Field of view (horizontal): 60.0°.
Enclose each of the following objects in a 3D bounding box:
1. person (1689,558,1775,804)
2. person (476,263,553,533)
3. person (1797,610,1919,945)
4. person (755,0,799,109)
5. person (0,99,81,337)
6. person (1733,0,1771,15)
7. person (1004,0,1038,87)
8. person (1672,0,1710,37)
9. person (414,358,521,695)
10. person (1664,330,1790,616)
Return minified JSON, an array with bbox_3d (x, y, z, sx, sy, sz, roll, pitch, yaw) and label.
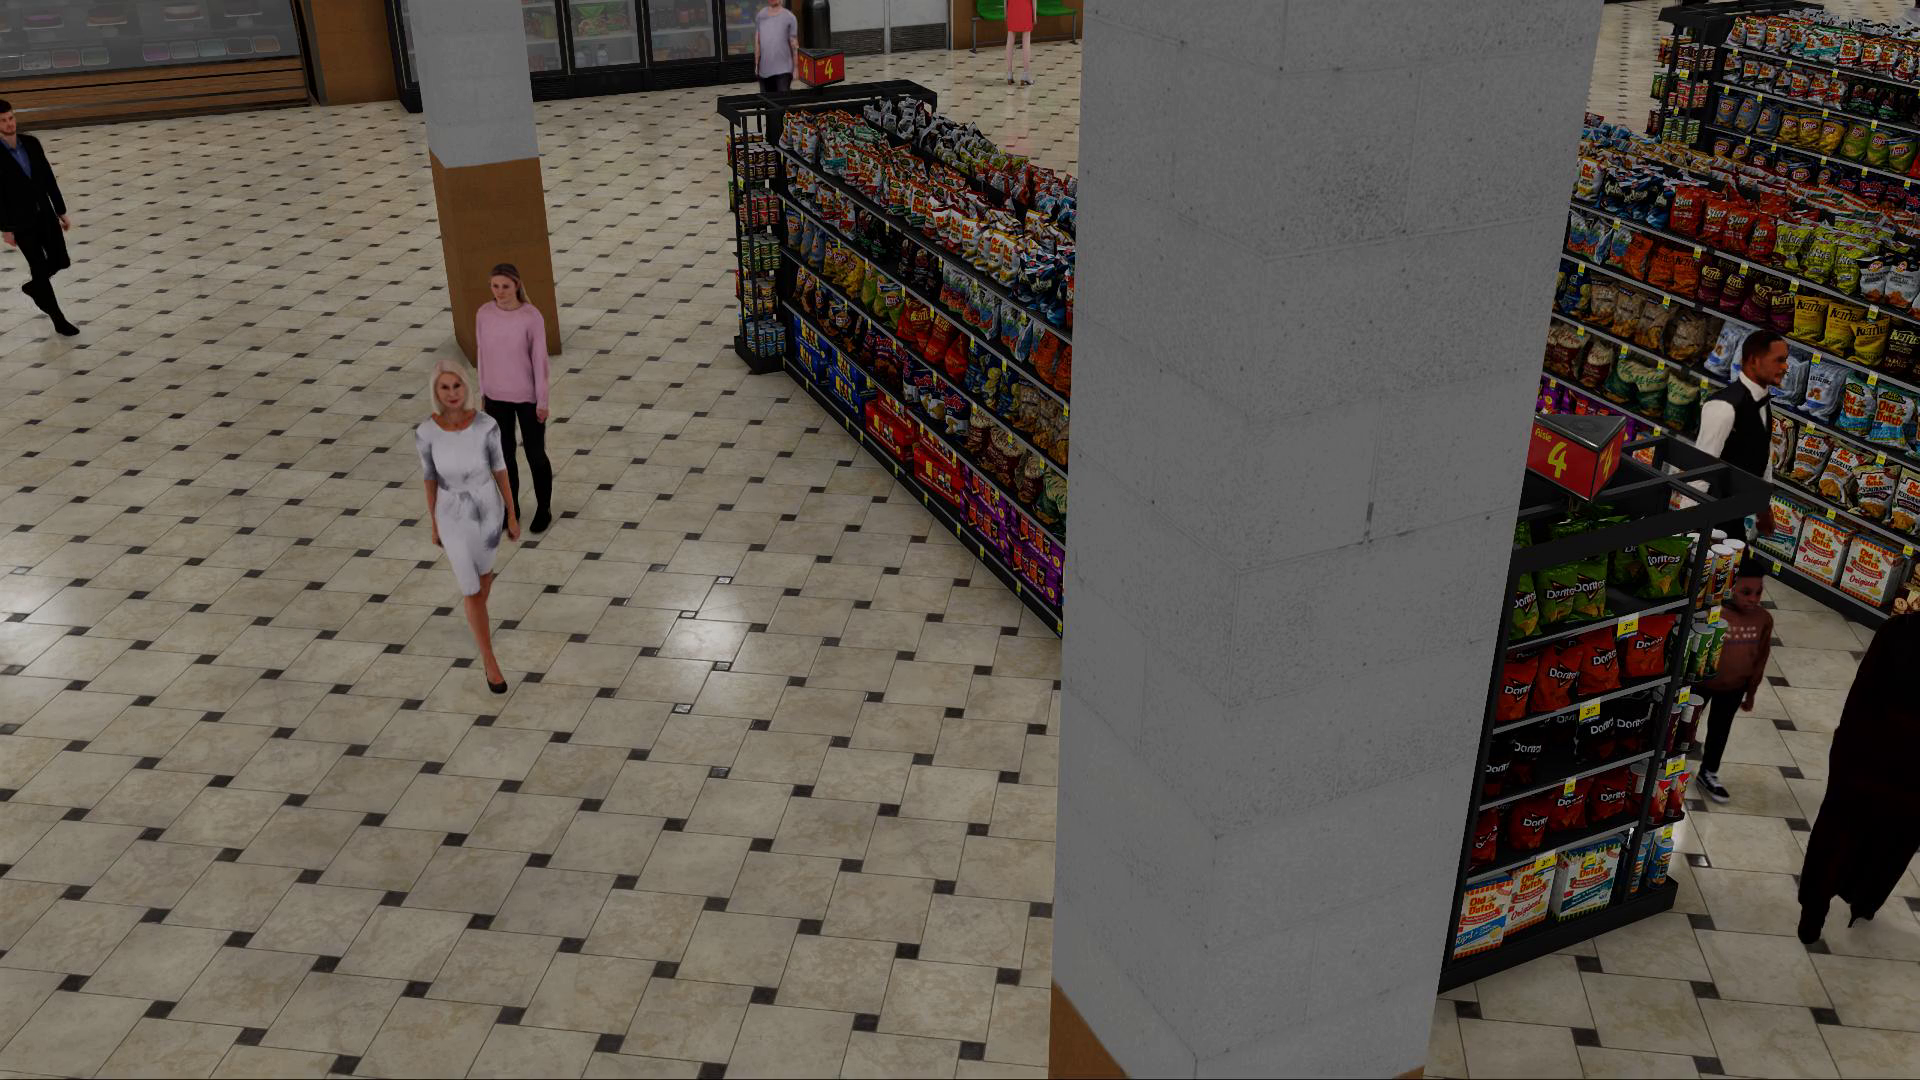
[{"bbox_3d":[3.462,0.632,7.610,0.596,1.250,0.617,3,27,5],"label":"person"},{"bbox_3d":[-2.682,-0.882,10.112,0.704,1.687,0.740,5,27,10],"label":"person"},{"bbox_3d":[3.683,0.908,6.528,0.989,1.737,0.992,16,31,28],"label":"person"},{"bbox_3d":[-2.030,-5.320,18.723,1.102,1.814,1.128,11,29,21],"label":"person"},{"bbox_3d":[-7.431,-2.573,13.240,1.116,1.874,1.010,15,30,26],"label":"person"},{"bbox_3d":[10.952,-7.291,22.860,0.765,1.588,0.815,-20,33,-34],"label":"person"},{"bbox_3d":[0.783,-6.932,21.888,0.647,1.828,0.730,12,29,23],"label":"person"},{"bbox_3d":[10.412,-7.710,23.691,0.924,1.585,0.984,-3,27,-7],"label":"person"},{"bbox_3d":[-2.545,-0.128,8.603,0.612,1.707,1.062,-13,30,-24],"label":"person"},{"bbox_3d":[3.793,-0.193,8.521,0.928,1.898,0.857,21,34,36],"label":"person"}]
